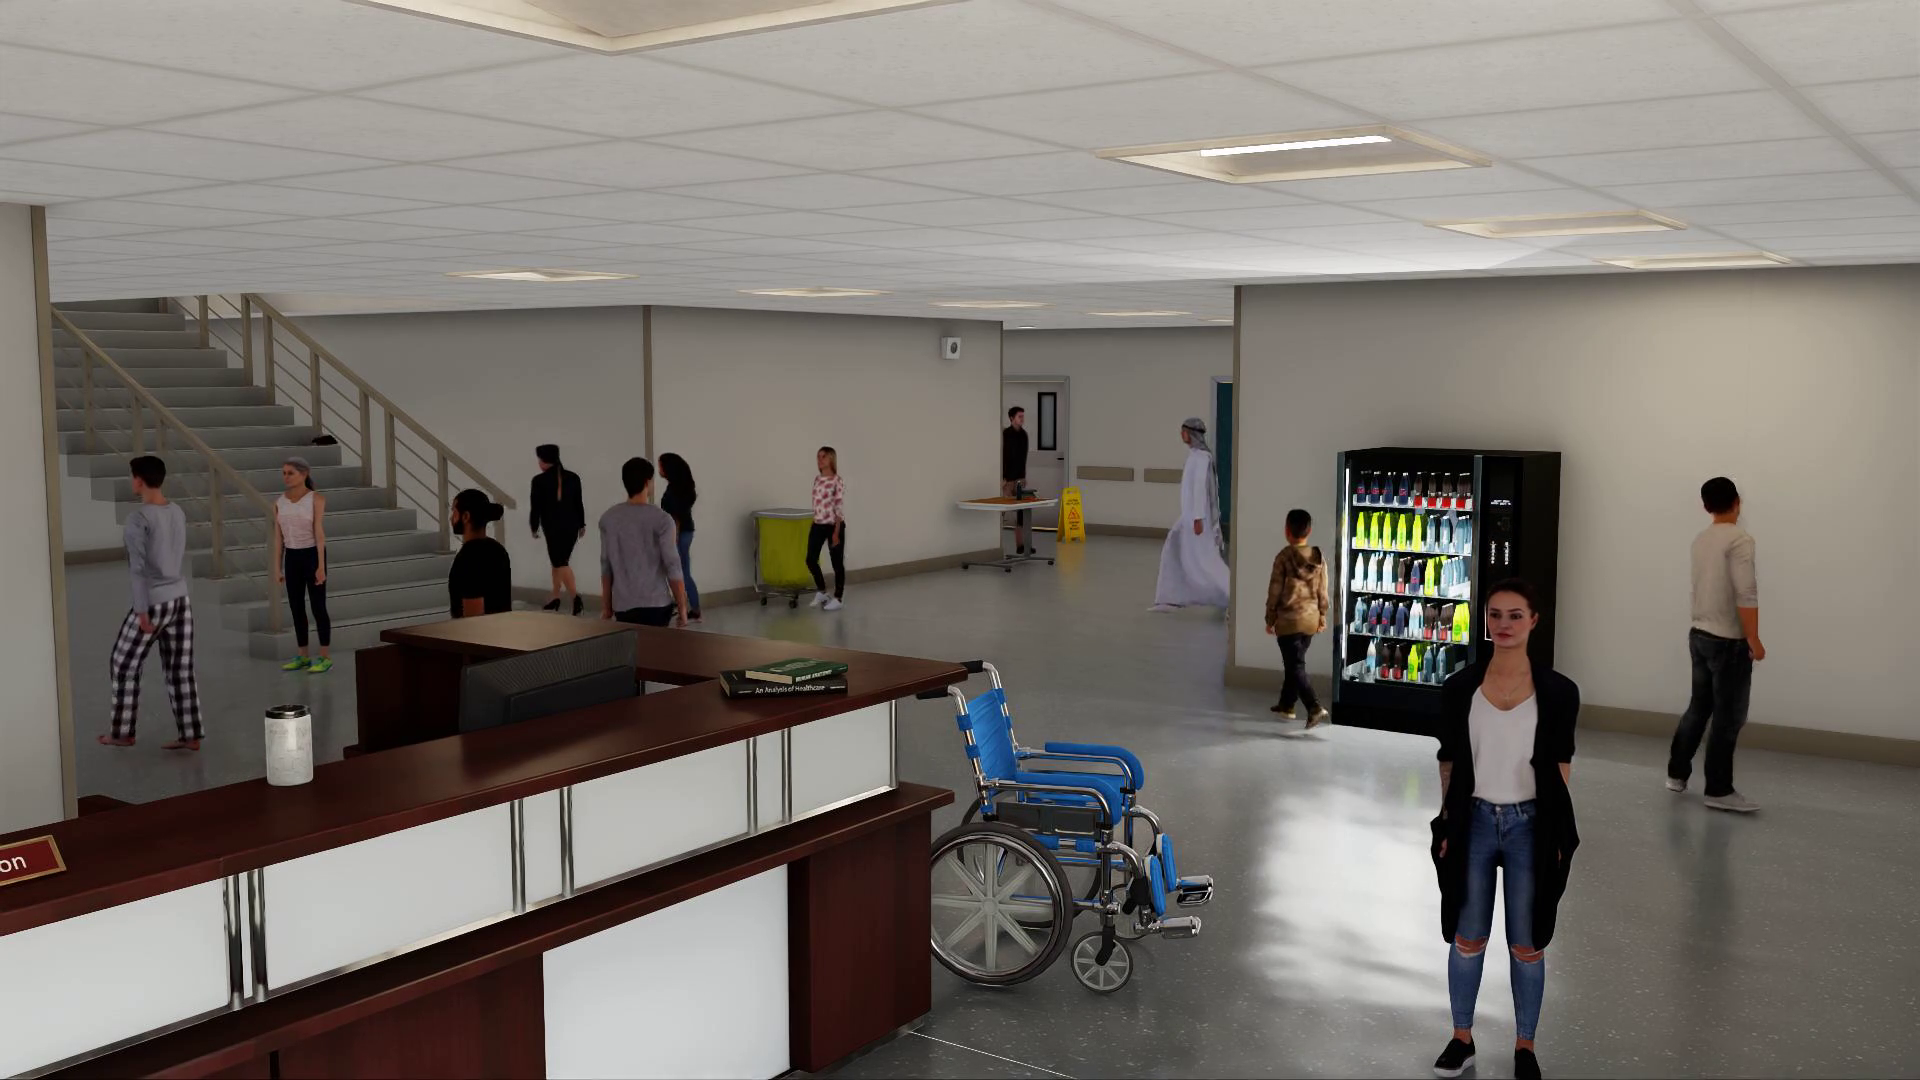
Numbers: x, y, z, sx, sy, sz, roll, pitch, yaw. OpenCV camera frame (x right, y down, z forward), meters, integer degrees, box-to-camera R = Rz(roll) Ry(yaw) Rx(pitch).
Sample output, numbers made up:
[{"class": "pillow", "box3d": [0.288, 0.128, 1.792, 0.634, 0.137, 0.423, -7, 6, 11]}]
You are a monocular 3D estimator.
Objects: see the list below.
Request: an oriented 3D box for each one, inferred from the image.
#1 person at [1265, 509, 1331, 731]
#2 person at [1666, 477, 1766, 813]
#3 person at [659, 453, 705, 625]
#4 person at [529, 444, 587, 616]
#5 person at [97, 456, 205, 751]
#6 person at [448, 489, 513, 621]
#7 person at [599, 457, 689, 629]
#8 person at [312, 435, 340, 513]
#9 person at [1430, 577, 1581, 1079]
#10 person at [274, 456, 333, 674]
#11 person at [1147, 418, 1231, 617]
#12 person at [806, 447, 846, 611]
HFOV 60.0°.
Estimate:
[{"class": "person", "box3d": [2.254, 0.536, 10.956, 0.888, 1.435, 1.049, -2, 6, -22]}, {"class": "person", "box3d": [4.123, 0.557, 9.040, 0.854, 1.778, 0.819, 1, 6, 9]}, {"class": "person", "box3d": [-2.587, -0.009, 15.624, 0.828, 1.585, 0.767, -1, 6, -8]}, {"class": "person", "box3d": [-3.791, -0.056, 15.867, 0.832, 1.630, 1.110, -5, 8, -43]}, {"class": "person", "box3d": [-4.862, 0.410, 10.250, 1.002, 1.826, 0.778, 2, 6, 21]}, {"class": "person", "box3d": [-2.385, 0.628, 8.582, 1.161, 1.726, 0.985, 0, 6, 5]}, {"class": "person", "box3d": [-1.982, 0.439, 10.084, 1.193, 1.802, 0.930, 2, 6, 22]}, {"class": "person", "box3d": [-6.664, -0.238, 17.319, 0.667, 1.702, 0.640, 2, 6, 22]}, {"class": "person", "box3d": [1.803, 0.958, 5.522, 0.558, 1.684, 0.728, 3, 6, 24]}, {"class": "person", "box3d": [-5.157, 0.186, 13.099, 0.590, 1.702, 0.729, 1, 6, 14]}, {"class": "person", "box3d": [2.369, -0.188, 15.878, 1.322, 1.890, 1.165, 0, 6, -2]}, {"class": "person", "box3d": [-1.245, -0.111, 16.465, 0.483, 1.621, 0.618, 4, 7, 34]}]
